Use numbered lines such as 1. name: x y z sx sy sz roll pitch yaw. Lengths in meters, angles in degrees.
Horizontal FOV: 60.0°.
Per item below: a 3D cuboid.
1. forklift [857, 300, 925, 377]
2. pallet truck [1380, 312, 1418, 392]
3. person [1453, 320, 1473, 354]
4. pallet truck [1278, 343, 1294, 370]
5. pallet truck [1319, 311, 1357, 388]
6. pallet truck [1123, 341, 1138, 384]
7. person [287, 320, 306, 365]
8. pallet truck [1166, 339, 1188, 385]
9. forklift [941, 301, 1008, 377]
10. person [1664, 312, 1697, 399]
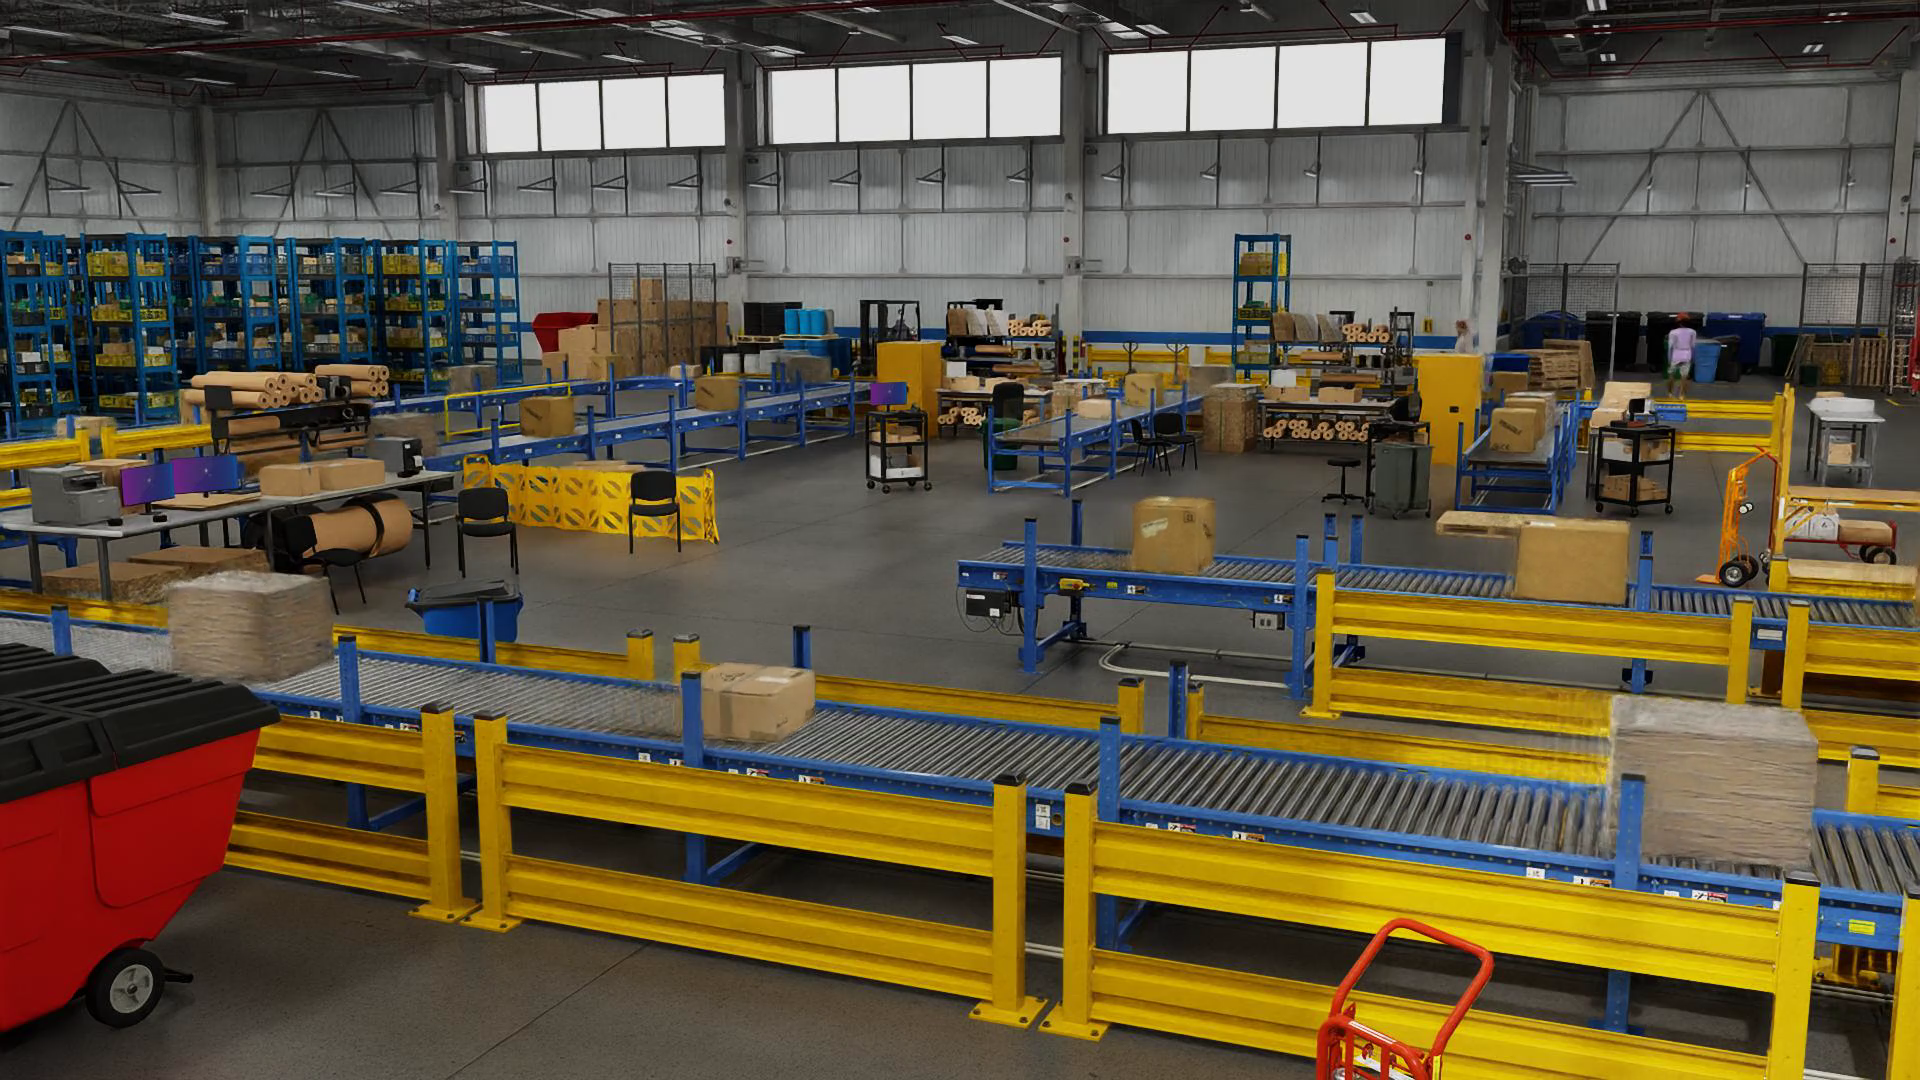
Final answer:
1. forklift: -1.732 -5.109 42.468 1.157 1.987 2.680 4 10 22
2. pallet truck: 10.207 -4.283 38.369 0.823 1.965 1.885 3 10 20
3. person: 10.969 -3.822 35.979 0.751 1.865 0.653 2 10 12
4. pallet truck: 7.886 -4.163 39.743 0.653 1.274 1.630 4 10 22
5. pallet truck: 9.071 -4.419 39.190 0.823 1.965 1.885 5 10 26
6. pallet truck: 4.445 -4.380 41.279 0.680 1.201 1.601 4 10 22
7. person: -16.793 -4.799 42.047 0.585 1.801 0.922 2 10 14
8. pallet truck: 5.418 -4.269 40.420 0.704 1.261 1.522 3 10 20
9. forklift: 0.365 -4.966 41.571 1.157 1.987 2.680 3 10 20
10. person: 15.774 -3.978 36.489 0.614 2.016 0.831 1 9 5
